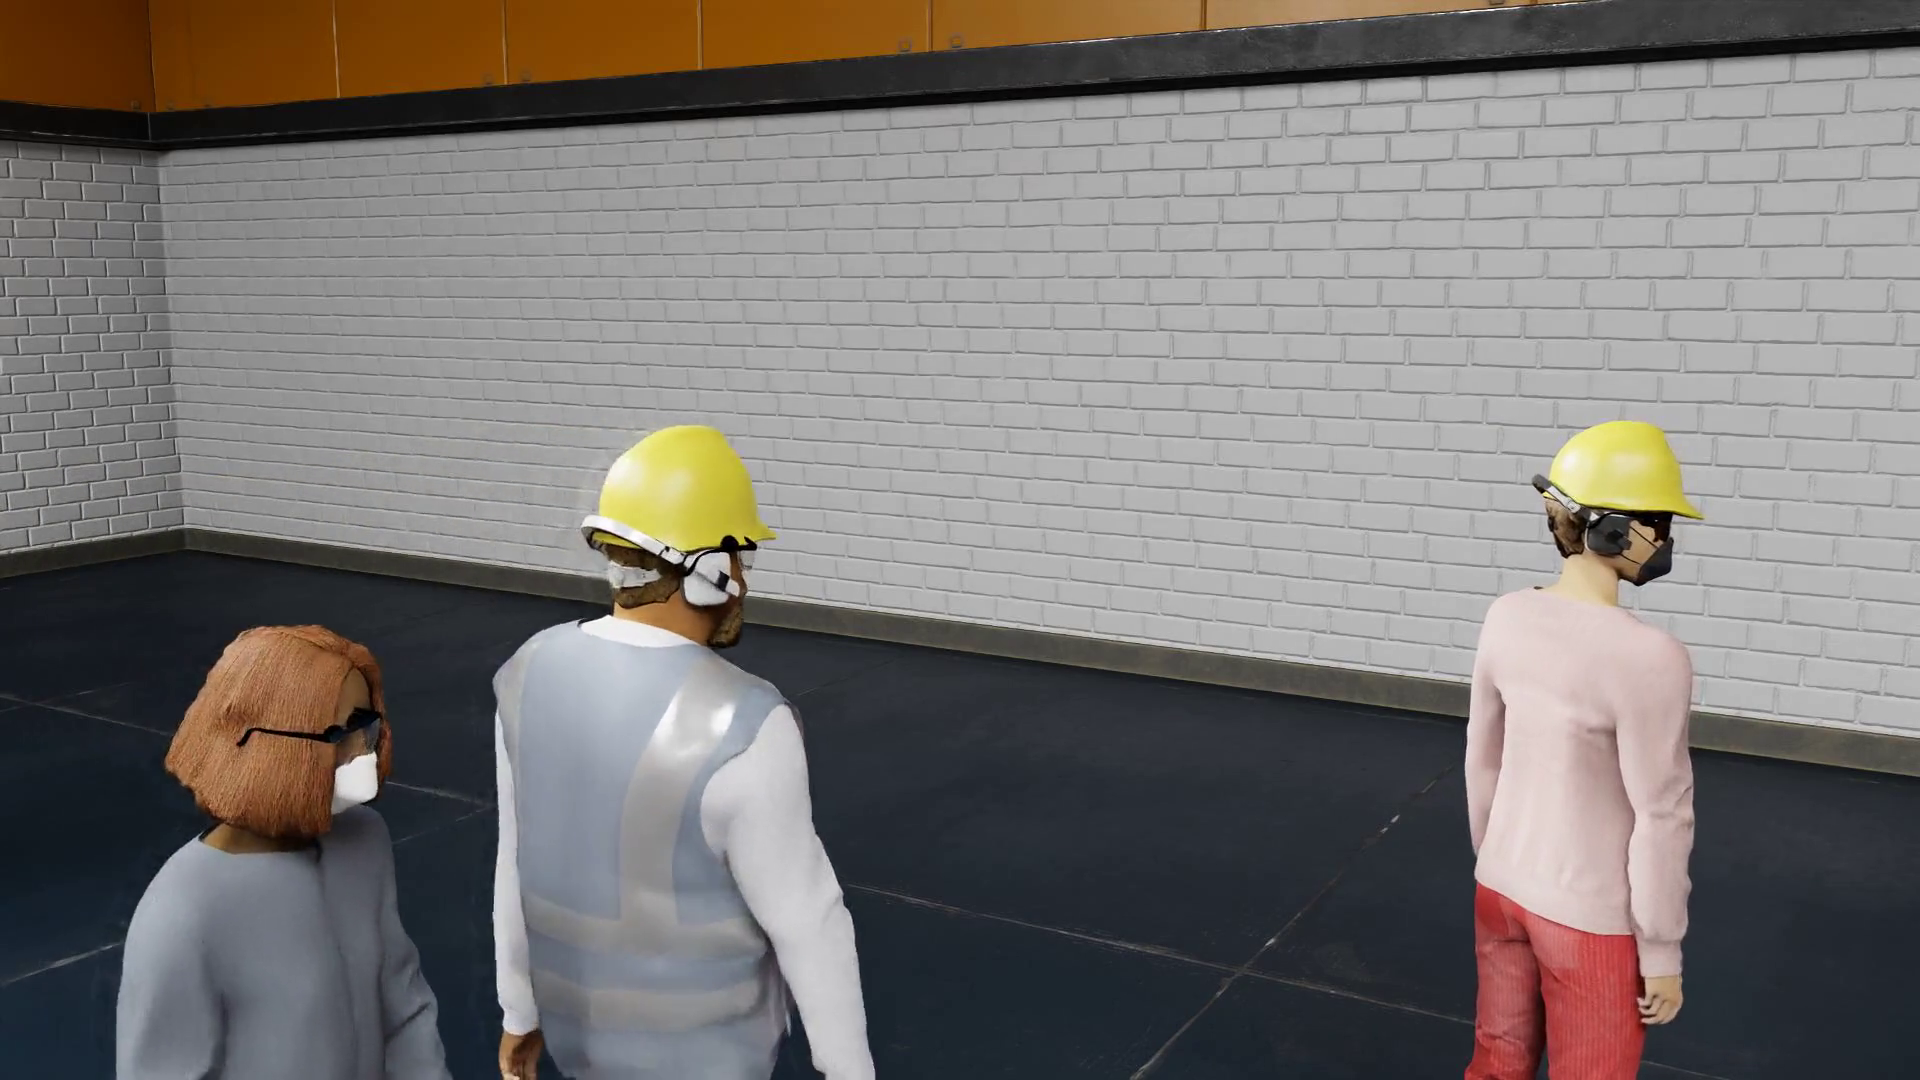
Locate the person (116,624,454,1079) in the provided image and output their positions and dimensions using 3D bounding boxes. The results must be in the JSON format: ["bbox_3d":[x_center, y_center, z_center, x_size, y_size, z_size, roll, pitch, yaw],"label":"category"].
[{"bbox_3d":[-0.840,0.886,2.198,0.845,1.579,0.512,1,9,7],"label":"person"}]

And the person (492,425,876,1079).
[{"bbox_3d":[-0.366,0.717,2.616,0.625,1.786,0.898,8,12,41],"label":"person"}]

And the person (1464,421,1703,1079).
[{"bbox_3d":[1.125,0.665,3.035,0.329,1.765,0.526,-3,10,-19],"label":"person"}]
